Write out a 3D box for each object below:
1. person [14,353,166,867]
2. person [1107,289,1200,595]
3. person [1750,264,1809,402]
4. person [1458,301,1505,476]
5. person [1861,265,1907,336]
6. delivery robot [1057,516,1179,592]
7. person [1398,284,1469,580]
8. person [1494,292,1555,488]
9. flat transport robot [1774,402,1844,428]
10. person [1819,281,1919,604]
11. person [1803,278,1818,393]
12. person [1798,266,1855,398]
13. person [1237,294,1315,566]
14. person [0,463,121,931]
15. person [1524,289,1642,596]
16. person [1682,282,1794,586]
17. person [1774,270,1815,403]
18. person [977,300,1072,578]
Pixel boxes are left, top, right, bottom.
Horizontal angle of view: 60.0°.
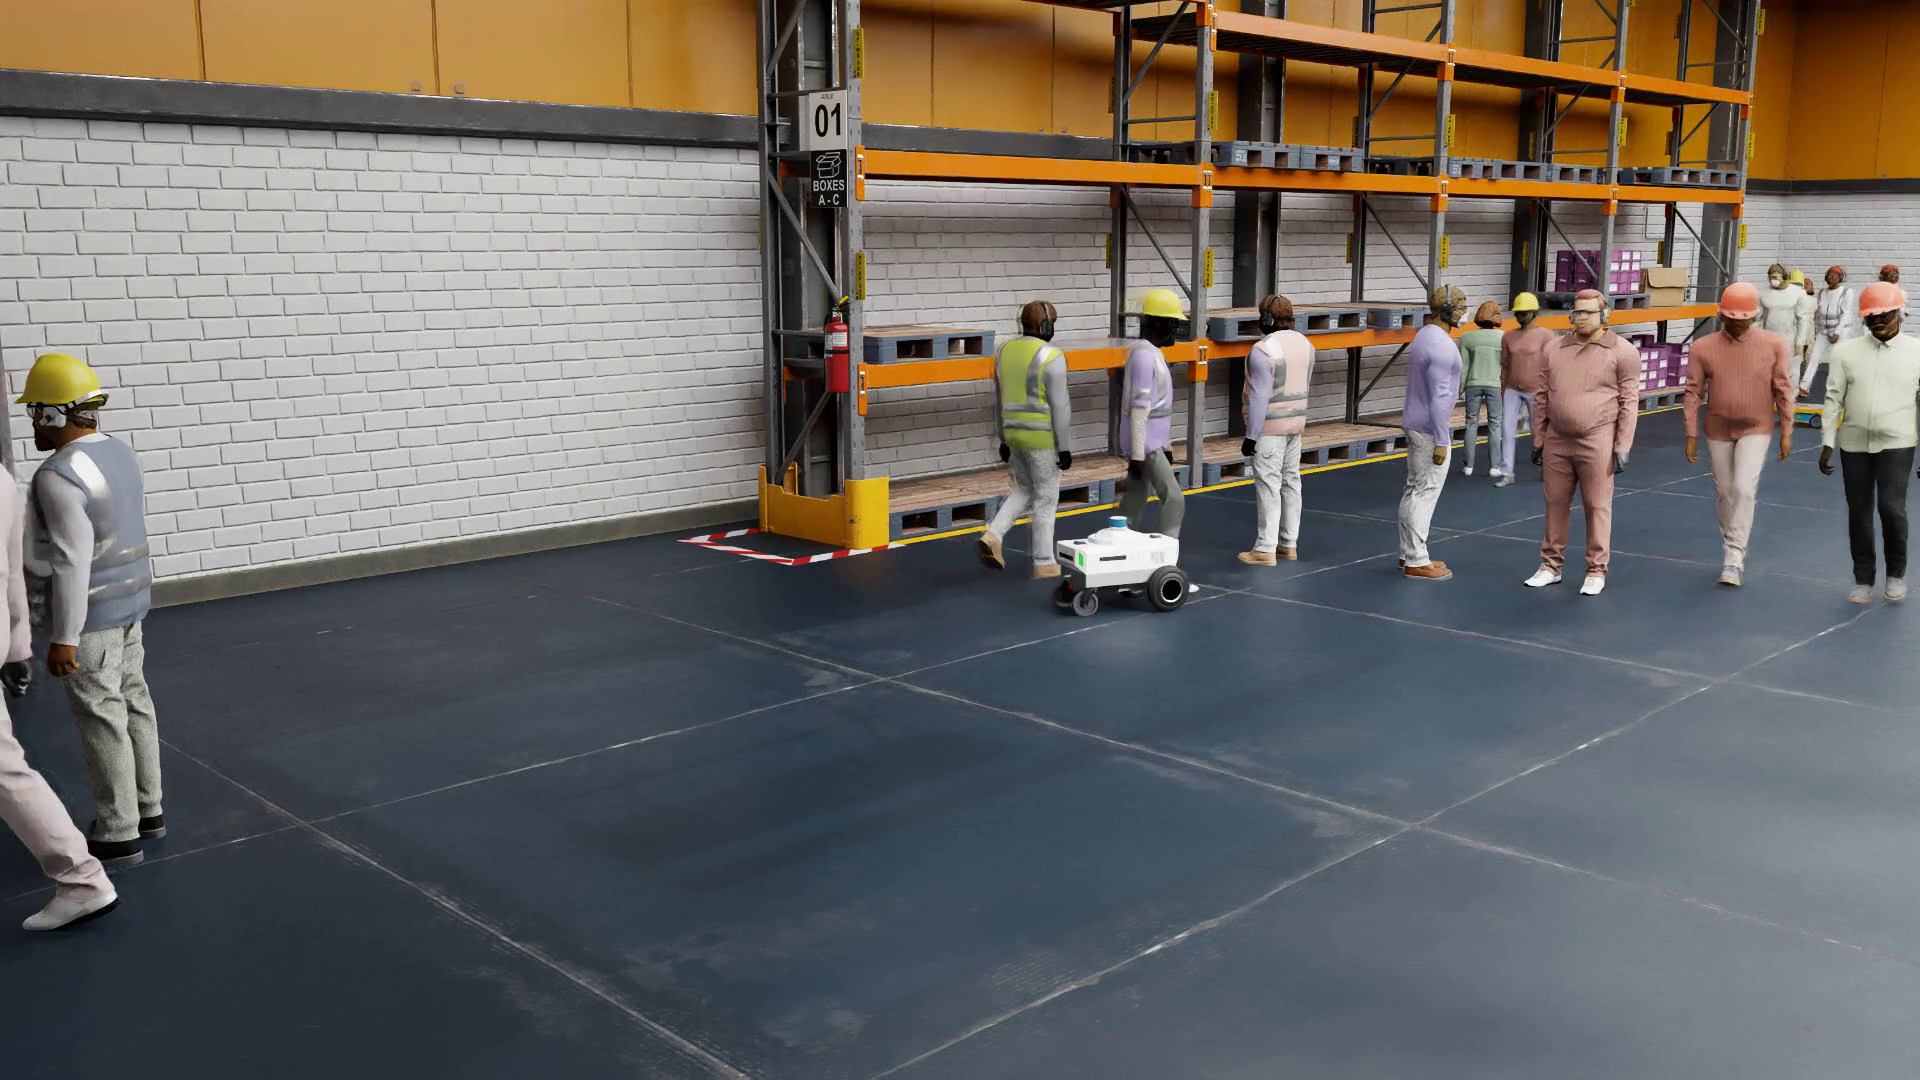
[{"bbox_3d":[-3.105,0.254,5.928,0.403,1.831,0.596,-1,10,-5],"label":"person"},{"bbox_3d":[1.262,-0.603,10.385,0.732,1.898,0.607,2,11,9],"label":"person"},{"bbox_3d":[10.095,-2.457,20.565,0.638,1.893,0.683,7,13,34],"label":"person"},{"bbox_3d":[4.904,-1.411,15.552,0.501,1.631,0.287,5,12,27],"label":"person"},{"bbox_3d":[11.820,-2.575,21.274,0.574,1.858,0.732,1,10,5],"label":"person"},{"bbox_3d":[0.945,0.101,9.992,0.707,0.478,0.477,-4,11,-23],"label":"delivery robot"},{"bbox_3d":[3.084,-0.698,10.875,0.382,1.932,0.623,1,10,4],"label":"person"},{"bbox_3d":[5.112,-1.360,14.956,0.516,1.742,0.773,9,14,41],"label":"person"},{"bbox_3d":[9.965,-1.504,19.772,0.652,0.197,1.431,-10,14,-44],"label":"flat transport robot"},{"bbox_3d":[5.558,-0.571,10.077,0.616,1.964,0.482,8,13,38],"label":"person"},{"bbox_3d":[11.957,-2.894,23.634,0.499,1.633,0.286,0,10,2],"label":"person"},{"bbox_3d":[12.019,-2.860,22.958,0.985,1.830,0.560,-6,12,-29],"label":"person"},{"bbox_3d":[2.134,-0.747,11.361,0.619,1.845,0.430,-10,14,-43],"label":"person"},{"bbox_3d":[-3.225,0.360,5.287,1.000,1.862,0.647,-1,10,-8],"label":"person"},{"bbox_3d":[3.887,-0.611,10.443,0.654,1.905,0.408,10,14,44],"label":"person"},{"bbox_3d":[4.976,-0.675,10.696,0.625,1.933,0.881,8,13,36],"label":"person"},{"bbox_3d":[11.140,-2.732,22.367,0.591,1.787,0.945,4,11,21],"label":"person"},{"bbox_3d":[0.449,-0.638,10.821,0.536,1.832,0.638,-8,13,-36],"label":"person"}]
